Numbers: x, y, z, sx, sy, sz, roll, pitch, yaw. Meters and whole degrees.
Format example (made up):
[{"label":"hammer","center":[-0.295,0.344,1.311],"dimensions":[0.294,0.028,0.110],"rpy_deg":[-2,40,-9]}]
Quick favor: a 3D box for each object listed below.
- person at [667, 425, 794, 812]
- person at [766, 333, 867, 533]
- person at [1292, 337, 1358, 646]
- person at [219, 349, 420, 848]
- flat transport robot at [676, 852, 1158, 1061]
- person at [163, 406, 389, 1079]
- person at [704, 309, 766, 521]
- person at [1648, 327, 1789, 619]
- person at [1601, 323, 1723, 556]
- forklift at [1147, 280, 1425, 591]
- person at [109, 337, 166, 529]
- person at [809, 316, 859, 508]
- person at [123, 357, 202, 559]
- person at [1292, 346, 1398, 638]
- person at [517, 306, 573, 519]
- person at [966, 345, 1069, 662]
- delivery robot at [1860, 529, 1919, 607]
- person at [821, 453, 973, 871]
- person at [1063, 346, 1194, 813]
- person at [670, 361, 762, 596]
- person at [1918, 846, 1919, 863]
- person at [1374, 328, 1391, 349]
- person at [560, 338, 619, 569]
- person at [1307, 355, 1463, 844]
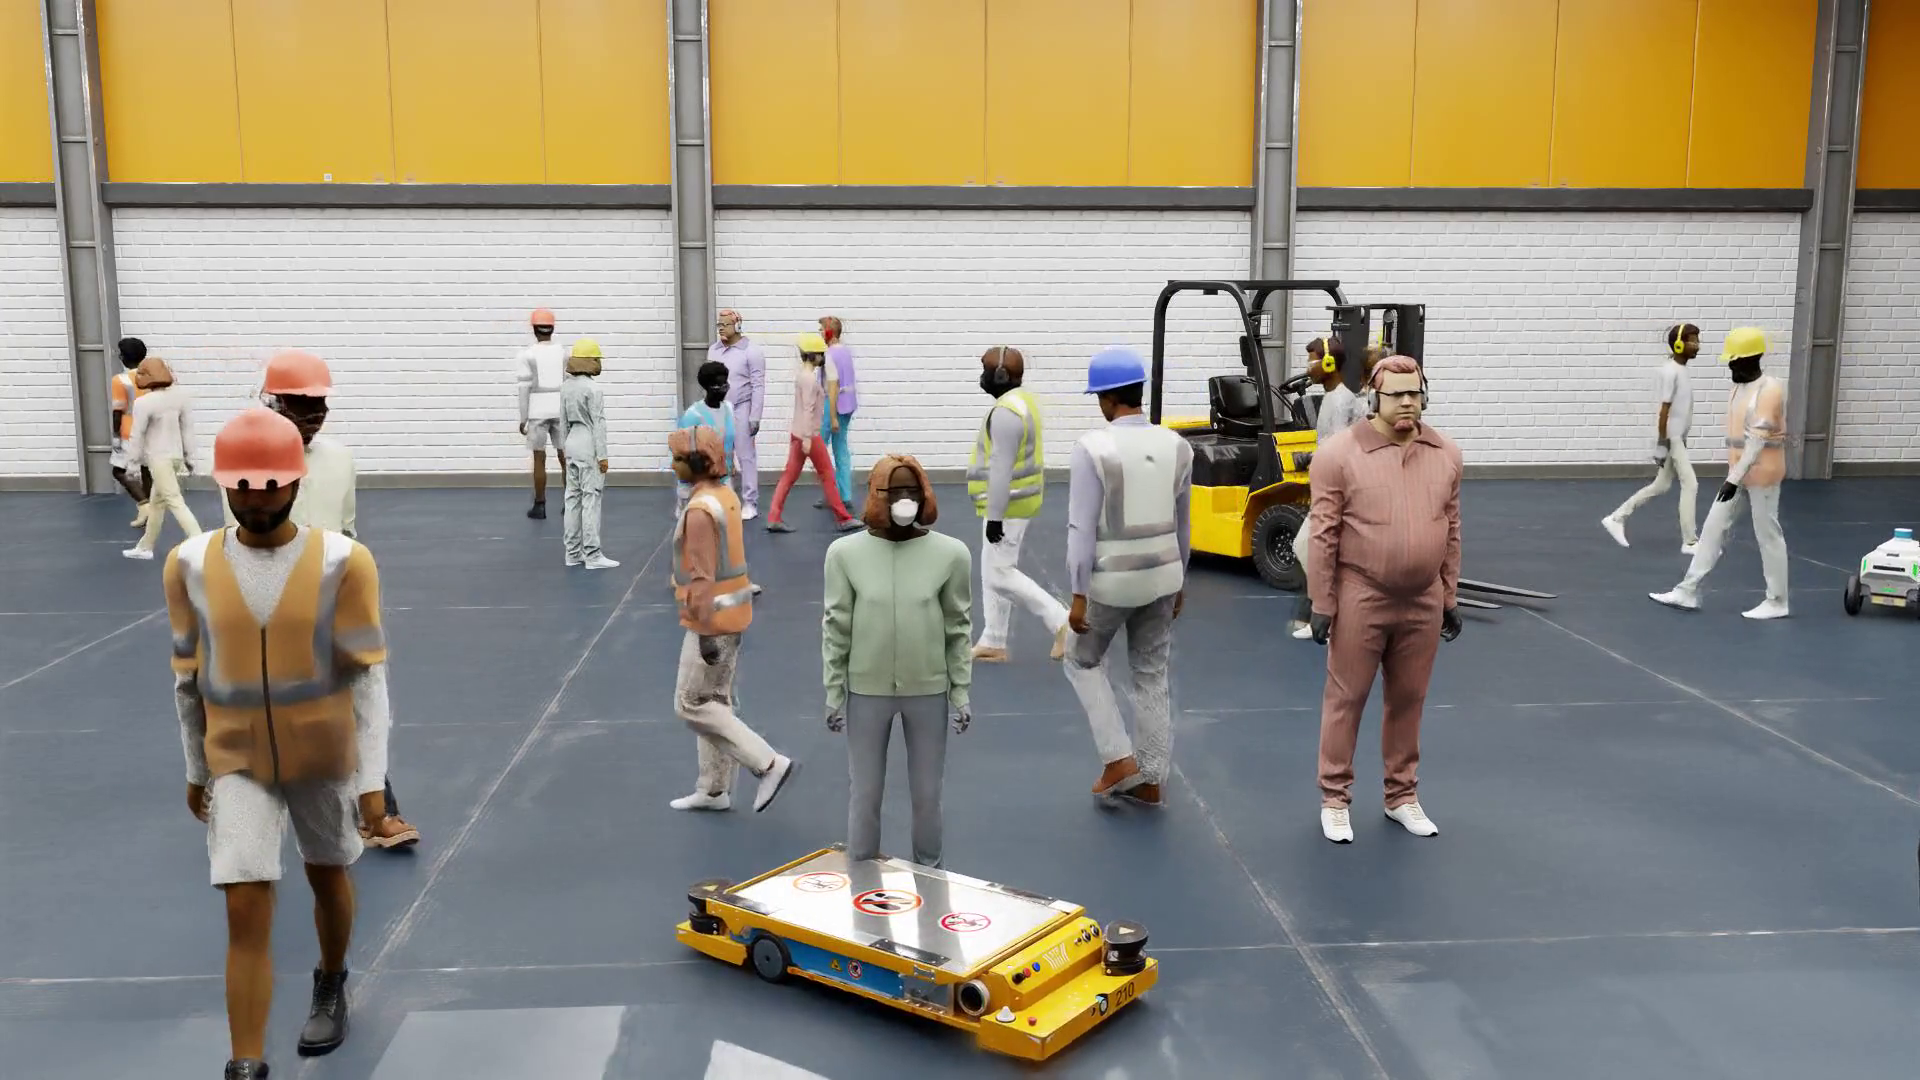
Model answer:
[{"label":"person","center":[-0.950,0.340,6.727],"dimensions":[0.469,1.623,0.514],"rpy_deg":[1,9,8]},{"label":"person","center":[-1.263,-0.908,14.251],"dimensions":[0.902,1.712,0.542],"rpy_deg":[-3,9,-16]},{"label":"person","center":[2.208,-0.276,9.915],"dimensions":[0.589,1.837,0.679],"rpy_deg":[1,9,6]},{"label":"person","center":[-2.573,0.231,6.461],"dimensions":[1.057,1.942,0.617],"rpy_deg":[7,11,37]},{"label":"flat transport robot","center":[-0.158,1.249,5.256],"dimensions":[1.431,0.197,0.652],"rpy_deg":[7,11,35]},{"label":"person","center":[-1.796,0.586,4.401],"dimensions":[0.554,1.870,1.010],"rpy_deg":[-2,9,-13]},{"label":"person","center":[-2.073,-1.131,15.080],"dimensions":[0.643,1.908,0.408],"rpy_deg":[5,10,30]},{"label":"person","center":[4.935,-0.412,10.647],"dimensions":[0.920,1.878,0.589],"rpy_deg":[0,9,-3]},{"label":"person","center":[5.645,-0.806,13.297],"dimensions":[0.875,1.834,0.524],"rpy_deg":[6,11,31]},{"label":"forklift","center":[2.301,-0.860,12.475],"dimensions":[1.214,2.155,2.313],"rpy_deg":[-6,11,-35]},{"label":"person","center":[-7.093,-0.908,14.365],"dimensions":[0.473,1.687,0.549],"rpy_deg":[4,10,25]},{"label":"person","center":[-1.222,-1.205,15.784],"dimensions":[0.504,1.828,0.578],"rpy_deg":[3,10,19]},{"label":"person","center":[-6.131,-0.606,12.774],"dimensions":[0.850,1.587,0.514],"rpy_deg":[2,9,13]},{"label":"person","center":[2.449,-0.263,10.028],"dimensions":[0.893,1.793,0.501],"rpy_deg":[2,9,15]},{"label":"person","center":[-3.761,-1.160,15.165],"dimensions":[0.548,1.936,0.368],"rpy_deg":[-5,11,-31]},{"label":"person","center":[0.332,-0.178,9.341],"dimensions":[0.668,1.828,0.631],"rpy_deg":[1,9,8]},{"label":"delivery robot","center":[6.136,0.169,10.852],"dimensions":[0.477,0.478,0.707],"rpy_deg":[7,12,39]},{"label":"person","center":[-0.208,0.521,5.550],"dimensions":[0.505,1.636,0.279],"rpy_deg":[-1,9,-4]},{"label":"person","center":[0.686,0.170,6.848],"dimensions":[0.652,1.922,0.450],"rpy_deg":[-5,10,-30]},{"label":"person","center":[-1.704,-0.401,11.328],"dimensions":[0.878,1.628,0.542],"rpy_deg":[6,11,35]},{"label":"person","center":[1.738,0.812,2.603],"dimensions":[0.388,1.992,0.625],"rpy_deg":[1,9,3]},{"label":"person","center":[3.365,-0.818,13.373],"dimensions":[0.554,1.821,0.604],"rpy_deg":[5,10,27]},{"label":"person","center":[-2.824,-0.656,12.615],"dimensions":[0.492,1.740,0.325],"rpy_deg":[8,12,41]},{"label":"person","center":[1.677,0.235,6.506],"dimensions":[0.651,1.906,0.403],"rpy_deg":[-2,9,-12]}]
